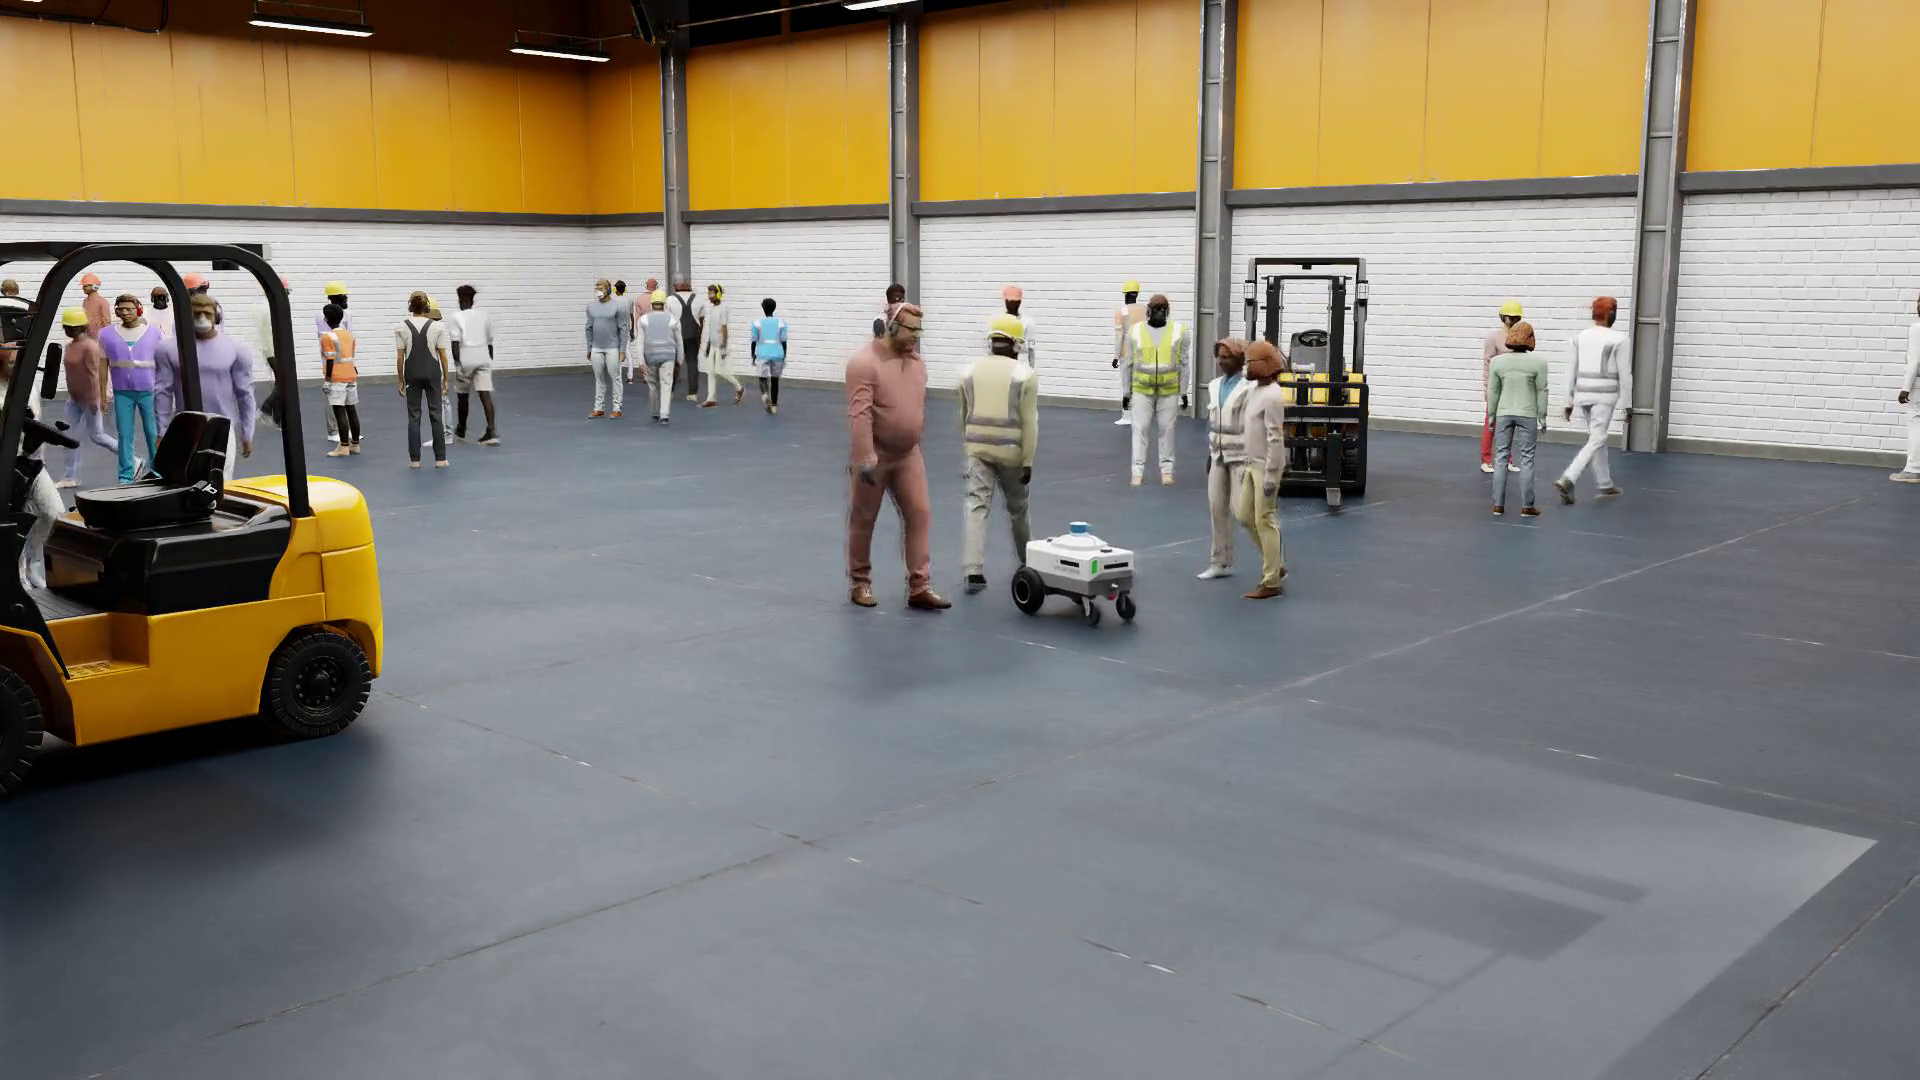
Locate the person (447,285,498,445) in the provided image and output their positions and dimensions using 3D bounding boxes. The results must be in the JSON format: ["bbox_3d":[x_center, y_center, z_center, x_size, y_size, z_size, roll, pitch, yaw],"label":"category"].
[{"bbox_3d":[-5.788,-2.080,19.774,0.606,1.873,1.088,-8,12,-40],"label":"person"}]

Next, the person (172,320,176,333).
[{"bbox_3d":[-8.356,-1.843,18.130,0.371,1.935,0.551,-5,11,-29],"label":"person"}]

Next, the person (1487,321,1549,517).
[{"bbox_3d":[4.676,-1.012,13.958,0.497,1.634,0.279,6,11,33],"label":"person"}]

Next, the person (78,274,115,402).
[{"bbox_3d":[-13.422,-3.127,25.822,0.609,1.996,0.379,6,11,31],"label":"person"}]

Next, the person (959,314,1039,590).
[{"bbox_3d":[0.262,-0.578,10.883,0.595,1.779,0.928,4,10,23],"label":"person"}]

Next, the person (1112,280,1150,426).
[{"bbox_3d":[2.267,-2.479,22.061,0.593,1.924,0.384,-6,11,-30],"label":"person"}]

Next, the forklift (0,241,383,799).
[{"bbox_3d":[-3.706,-0.171,7.093,1.214,2.155,2.313,9,13,43],"label":"forklift"}]

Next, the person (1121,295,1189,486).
[{"bbox_3d":[1.869,-1.423,15.988,0.653,1.838,0.545,1,9,3],"label":"person"}]

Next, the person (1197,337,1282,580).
[{"bbox_3d":[1.870,-0.542,11.099,0.546,1.621,0.527,-6,11,-33],"label":"person"}]

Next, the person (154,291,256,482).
[{"bbox_3d":[-5.238,-0.766,11.574,0.662,1.920,0.757,-2,10,-13],"label":"person"}]

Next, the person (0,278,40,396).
[{"bbox_3d":[-13.218,-2.687,23.300,0.354,1.936,0.635,6,11,32],"label":"person"}]

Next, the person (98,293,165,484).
[{"bbox_3d":[-7.641,-1.349,15.393,0.619,1.846,0.394,-3,10,-18],"label":"person"}]

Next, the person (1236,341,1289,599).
[{"bbox_3d":[1.901,-0.435,10.473,0.341,1.623,0.518,0,9,-2],"label":"person"}]

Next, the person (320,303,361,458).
[{"bbox_3d":[-6.833,-1.755,18.312,0.321,1.698,0.537,2,9,12],"label":"person"}]

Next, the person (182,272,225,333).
[{"bbox_3d":[-8.030,-1.812,17.640,0.403,2.036,0.608,1,9,5],"label":"person"}]

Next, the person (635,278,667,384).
[{"bbox_3d":[-5.543,-3.775,30.073,0.642,1.908,0.409,-2,10,-13],"label":"person"}]

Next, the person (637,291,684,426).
[{"bbox_3d":[-3.979,-2.416,22.131,0.610,1.780,0.955,-2,9,-10],"label":"person"}]

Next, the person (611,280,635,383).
[{"bbox_3d":[-6.116,-3.748,30.017,0.531,1.871,0.322,-7,12,-37],"label":"person"}]

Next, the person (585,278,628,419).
[{"bbox_3d":[-4.883,-2.633,22.969,0.627,1.940,0.376,3,10,18],"label":"person"}]

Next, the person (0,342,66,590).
[{"bbox_3d":[-5.860,-0.421,10.355,0.381,1.625,0.544,2,9,11],"label":"person"}]

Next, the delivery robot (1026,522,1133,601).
[{"bbox_3d":[0.709,0.138,9.900,0.477,0.478,0.707,-6,12,-34],"label":"delivery robot"}]

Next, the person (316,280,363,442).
[{"bbox_3d":[-7.469,-2.146,20.002,0.352,1.929,0.594,2,10,14],"label":"person"}]

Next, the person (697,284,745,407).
[{"bbox_3d":[-3.616,-2.916,24.993,0.698,1.847,0.537,-6,11,-32],"label":"person"}]

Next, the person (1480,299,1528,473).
[{"bbox_3d":[5.555,-1.556,16.900,0.533,1.765,0.330,-3,10,-18],"label":"person"}]

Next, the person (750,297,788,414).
[{"bbox_3d":[-2.693,-2.593,23.544,0.533,1.678,0.647,-2,9,-10],"label":"person"}]

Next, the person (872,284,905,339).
[{"bbox_3d":[-0.721,-1.725,17.469,0.398,1.917,0.590,4,10,25],"label":"person"}]

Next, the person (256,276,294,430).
[{"bbox_3d":[-8.701,-2.369,21.227,0.467,1.973,0.634,-2,9,-12],"label":"person"}]

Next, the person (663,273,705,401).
[{"bbox_3d":[-4.412,-3.235,26.346,0.698,2.000,0.930,-5,10,-27],"label":"person"}]

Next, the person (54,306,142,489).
[{"bbox_3d":[-8.256,-1.354,15.782,0.534,1.727,0.774,6,11,34],"label":"person"}]

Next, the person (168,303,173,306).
[{"bbox_3d":[-11.794,-2.982,25.392,0.631,1.845,1.042,-1,9,-4],"label":"person"}]

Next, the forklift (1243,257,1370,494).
[{"bbox_3d":[3.309,-1.629,16.029,1.214,2.155,2.313,2,9,11],"label":"forklift"}]

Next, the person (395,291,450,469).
[{"bbox_3d":[-5.554,-1.648,17.216,0.514,1.845,0.338,-2,10,-15],"label":"person"}]

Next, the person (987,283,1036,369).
[{"bbox_3d":[0.593,-1.957,18.909,0.552,1.919,0.807,1,9,9],"label":"person"}]

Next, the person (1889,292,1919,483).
[{"bbox_3d":[9.363,-1.497,16.167,0.585,1.882,0.343,-5,10,-26],"label":"person"}]

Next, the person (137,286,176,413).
[{"bbox_3d":[-10.586,-2.441,22.097,0.627,1.843,0.429,-4,10,-23],"label":"person"}]

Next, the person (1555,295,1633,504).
[{"bbox_3d":[5.626,-1.247,14.758,0.948,1.843,0.577,-6,11,-31],"label":"person"}]

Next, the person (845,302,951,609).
[{"bbox_3d":[-0.380,-0.490,10.056,0.660,1.859,0.857,-7,12,-37],"label":"person"}]

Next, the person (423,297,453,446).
[{"bbox_3d":[-6.191,-1.975,19.529,0.323,1.743,0.489,1,9,5],"label":"person"}]
